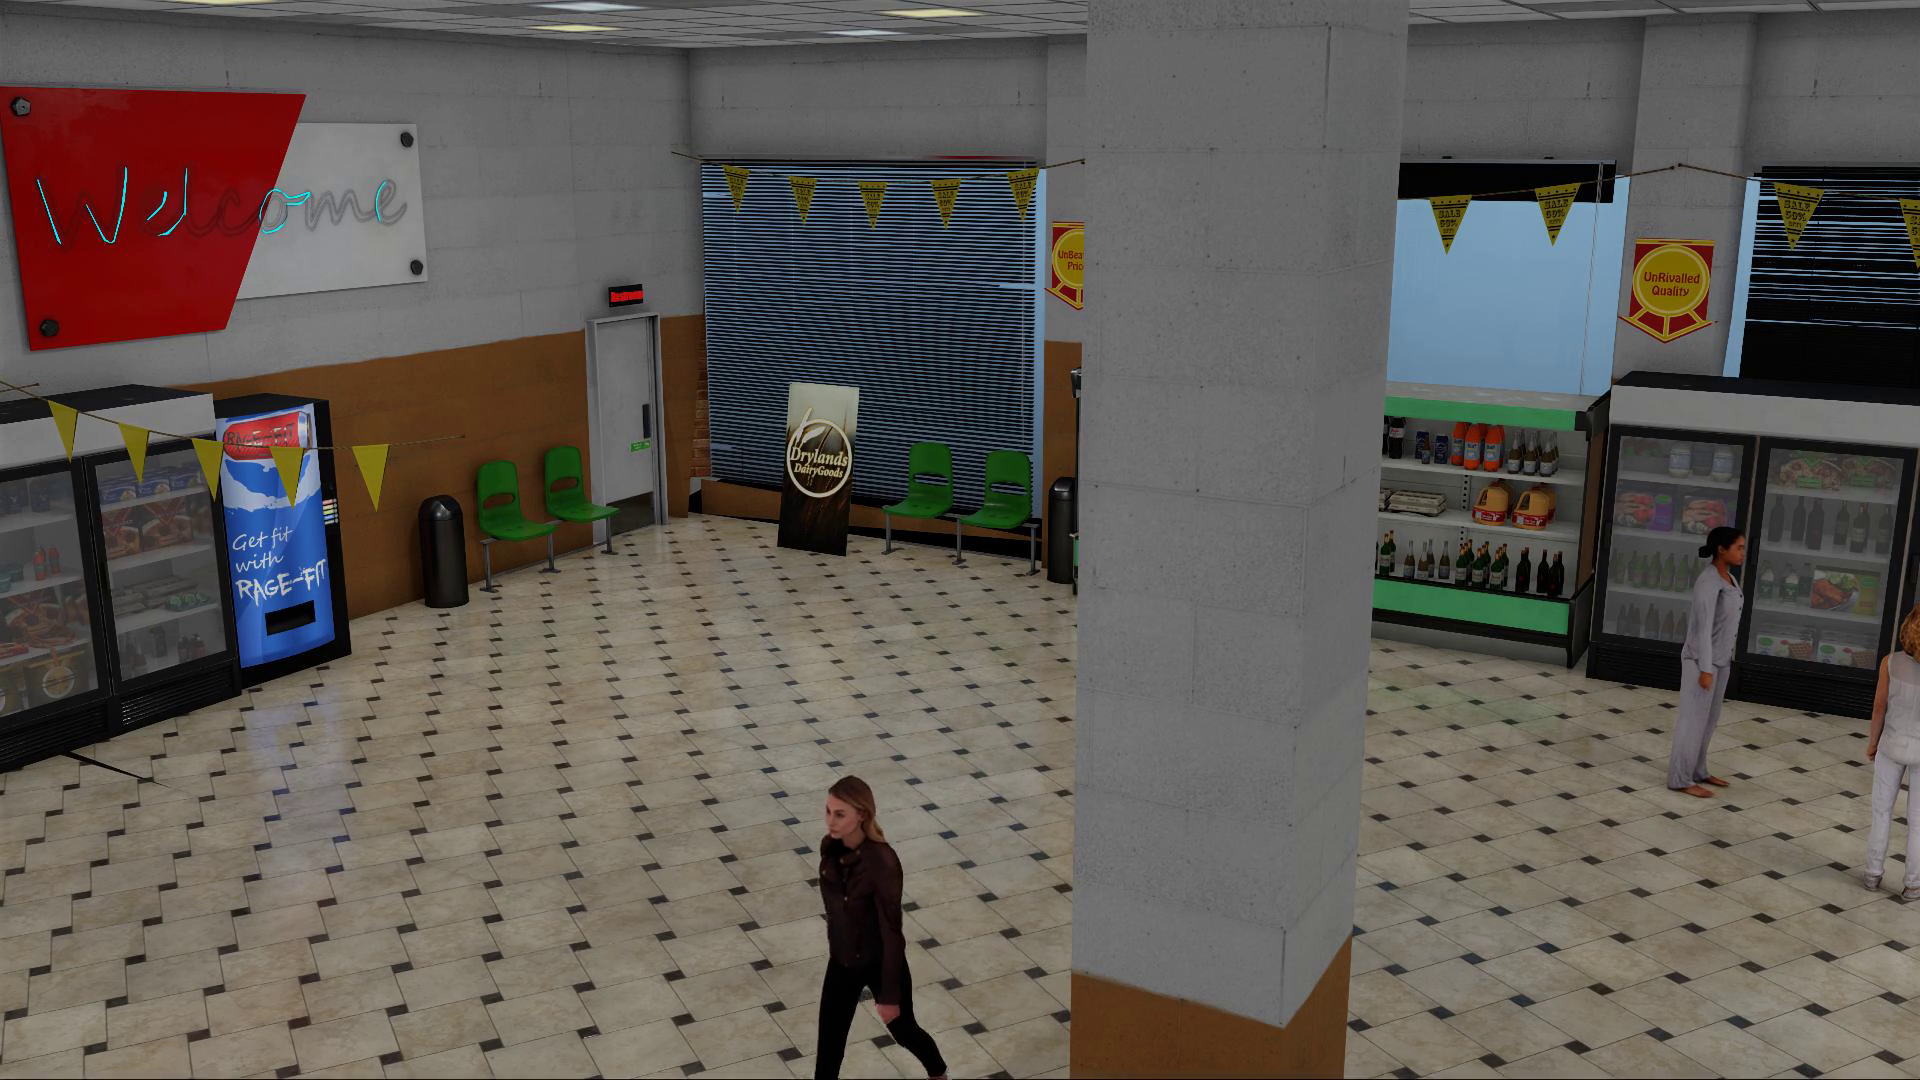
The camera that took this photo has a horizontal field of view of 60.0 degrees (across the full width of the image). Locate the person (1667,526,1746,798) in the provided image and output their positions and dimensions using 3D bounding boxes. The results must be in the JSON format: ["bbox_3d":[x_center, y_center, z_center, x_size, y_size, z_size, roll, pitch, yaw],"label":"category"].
[{"bbox_3d":[4.764,0.753,10.614,0.616,1.735,0.665,12,18,40],"label":"person"}]

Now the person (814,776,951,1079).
[{"bbox_3d":[-0.306,1.734,6.745,1.136,1.652,0.816,12,18,40],"label":"person"}]

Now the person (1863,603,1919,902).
[{"bbox_3d":[5.216,1.145,9.136,0.544,1.670,0.706,12,18,40],"label":"person"}]
